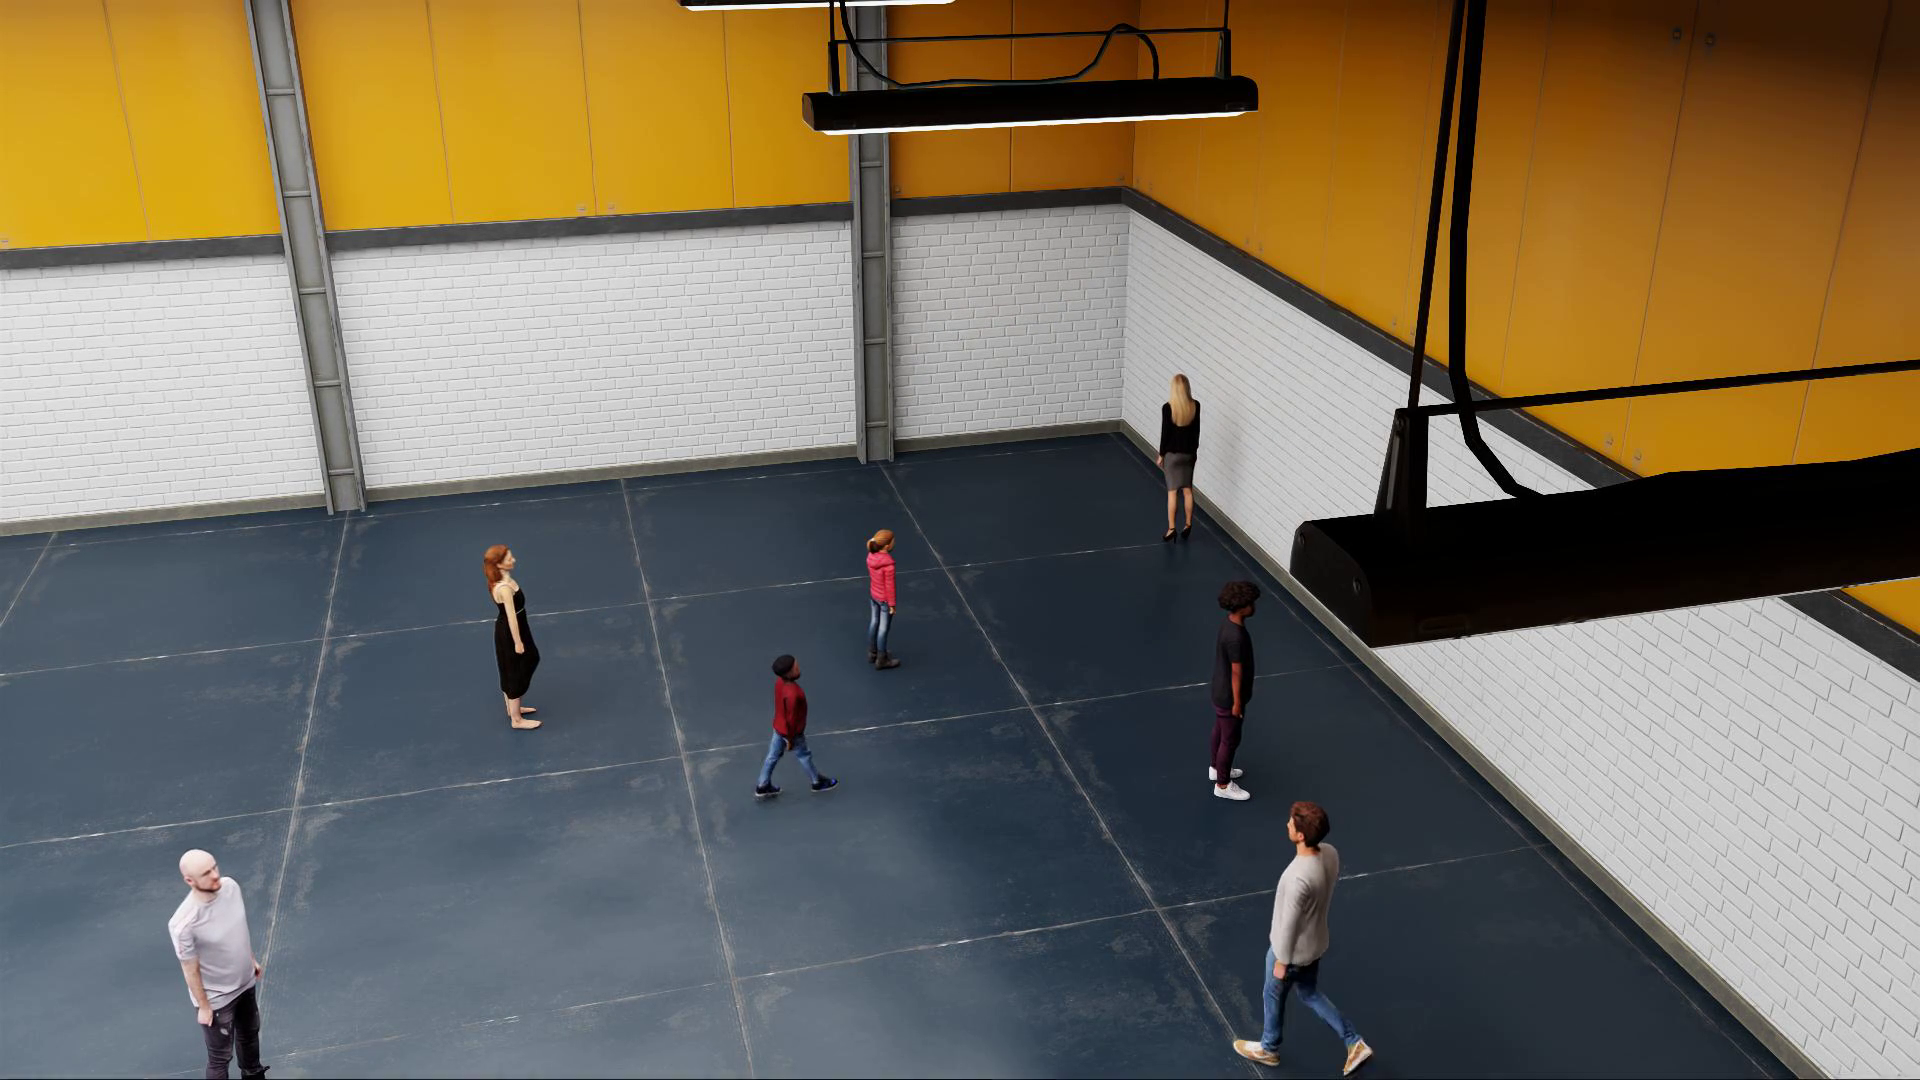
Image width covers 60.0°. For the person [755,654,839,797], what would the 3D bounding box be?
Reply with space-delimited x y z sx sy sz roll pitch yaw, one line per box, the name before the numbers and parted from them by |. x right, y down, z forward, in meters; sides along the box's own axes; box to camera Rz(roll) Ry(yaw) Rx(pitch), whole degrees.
person | -1.378 1.459 12.805 0.911 1.225 0.632 -12 26 -26

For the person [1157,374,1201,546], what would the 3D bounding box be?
person | 2.285 -0.840 17.295 0.496 1.841 0.671 -8 25 -18

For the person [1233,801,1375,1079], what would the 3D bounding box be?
person | 2.075 2.415 9.797 1.125 1.882 1.120 17 29 34

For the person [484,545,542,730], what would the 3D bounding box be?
person | -3.744 0.787 13.841 0.591 1.626 0.591 -9 25 -19

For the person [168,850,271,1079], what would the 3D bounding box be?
person | -4.223 2.556 9.536 0.755 1.832 0.749 6 24 13

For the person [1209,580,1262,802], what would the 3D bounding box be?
person | 2.102 1.128 12.865 0.650 1.784 0.683 1 24 1

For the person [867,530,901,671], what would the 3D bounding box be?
person | -0.705 0.519 14.843 0.553 1.314 0.551 -14 27 -28
